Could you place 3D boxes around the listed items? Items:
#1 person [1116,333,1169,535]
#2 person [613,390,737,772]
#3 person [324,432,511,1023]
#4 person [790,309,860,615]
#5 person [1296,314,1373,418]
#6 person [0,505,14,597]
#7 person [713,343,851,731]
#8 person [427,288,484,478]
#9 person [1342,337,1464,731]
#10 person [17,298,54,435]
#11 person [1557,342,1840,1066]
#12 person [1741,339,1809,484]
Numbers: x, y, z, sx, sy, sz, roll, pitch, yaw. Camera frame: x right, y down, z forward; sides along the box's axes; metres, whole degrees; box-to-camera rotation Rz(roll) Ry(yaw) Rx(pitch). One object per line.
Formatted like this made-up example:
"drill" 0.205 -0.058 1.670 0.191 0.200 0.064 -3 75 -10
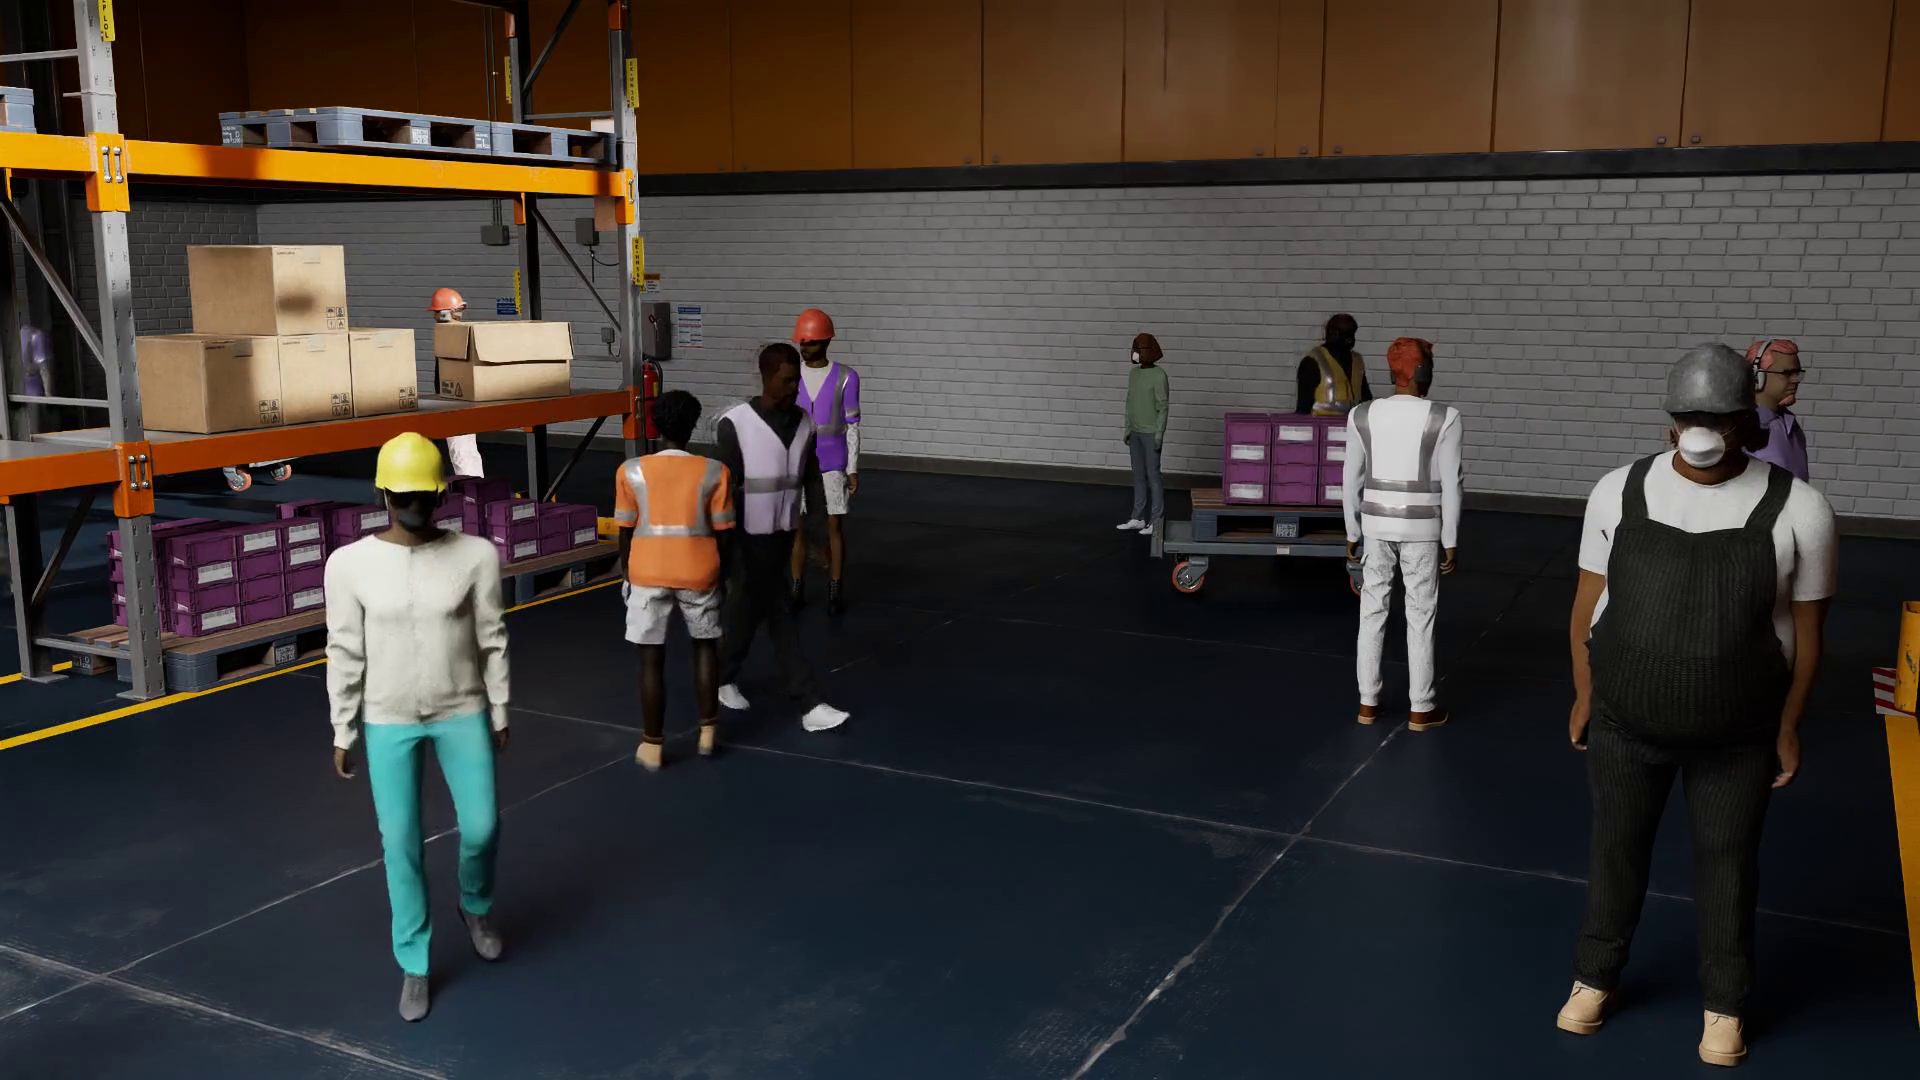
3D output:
"person" 1.502 -0.865 13.562 0.279 1.633 0.506 -6 11 -29
"person" -1.261 0.178 7.404 0.539 1.670 0.430 -1 10 -8
"person" -1.632 0.544 5.050 0.533 1.761 0.476 -3 10 -17
"person" -0.900 -0.480 10.468 0.544 1.933 0.376 1 10 6
"person" 2.910 -0.829 12.841 0.646 1.814 0.711 -7 12 -35
"person" -6.364 -0.363 10.727 0.534 1.598 0.816 2 10 11
"person" -0.910 -0.028 8.089 1.047 1.856 0.605 8 12 38
"person" -4.164 -1.075 13.737 0.399 1.989 0.623 0 10 0
"person" 2.121 -0.027 7.989 0.575 1.882 0.360 6 12 33
"person" -9.001 -1.423 15.990 0.592 1.912 0.613 0 10 -3
"person" 2.056 0.461 4.708 0.683 2.000 0.538 6 11 31
"person" 3.547 0.061 7.411 0.651 1.906 0.401 -8 13 -39
